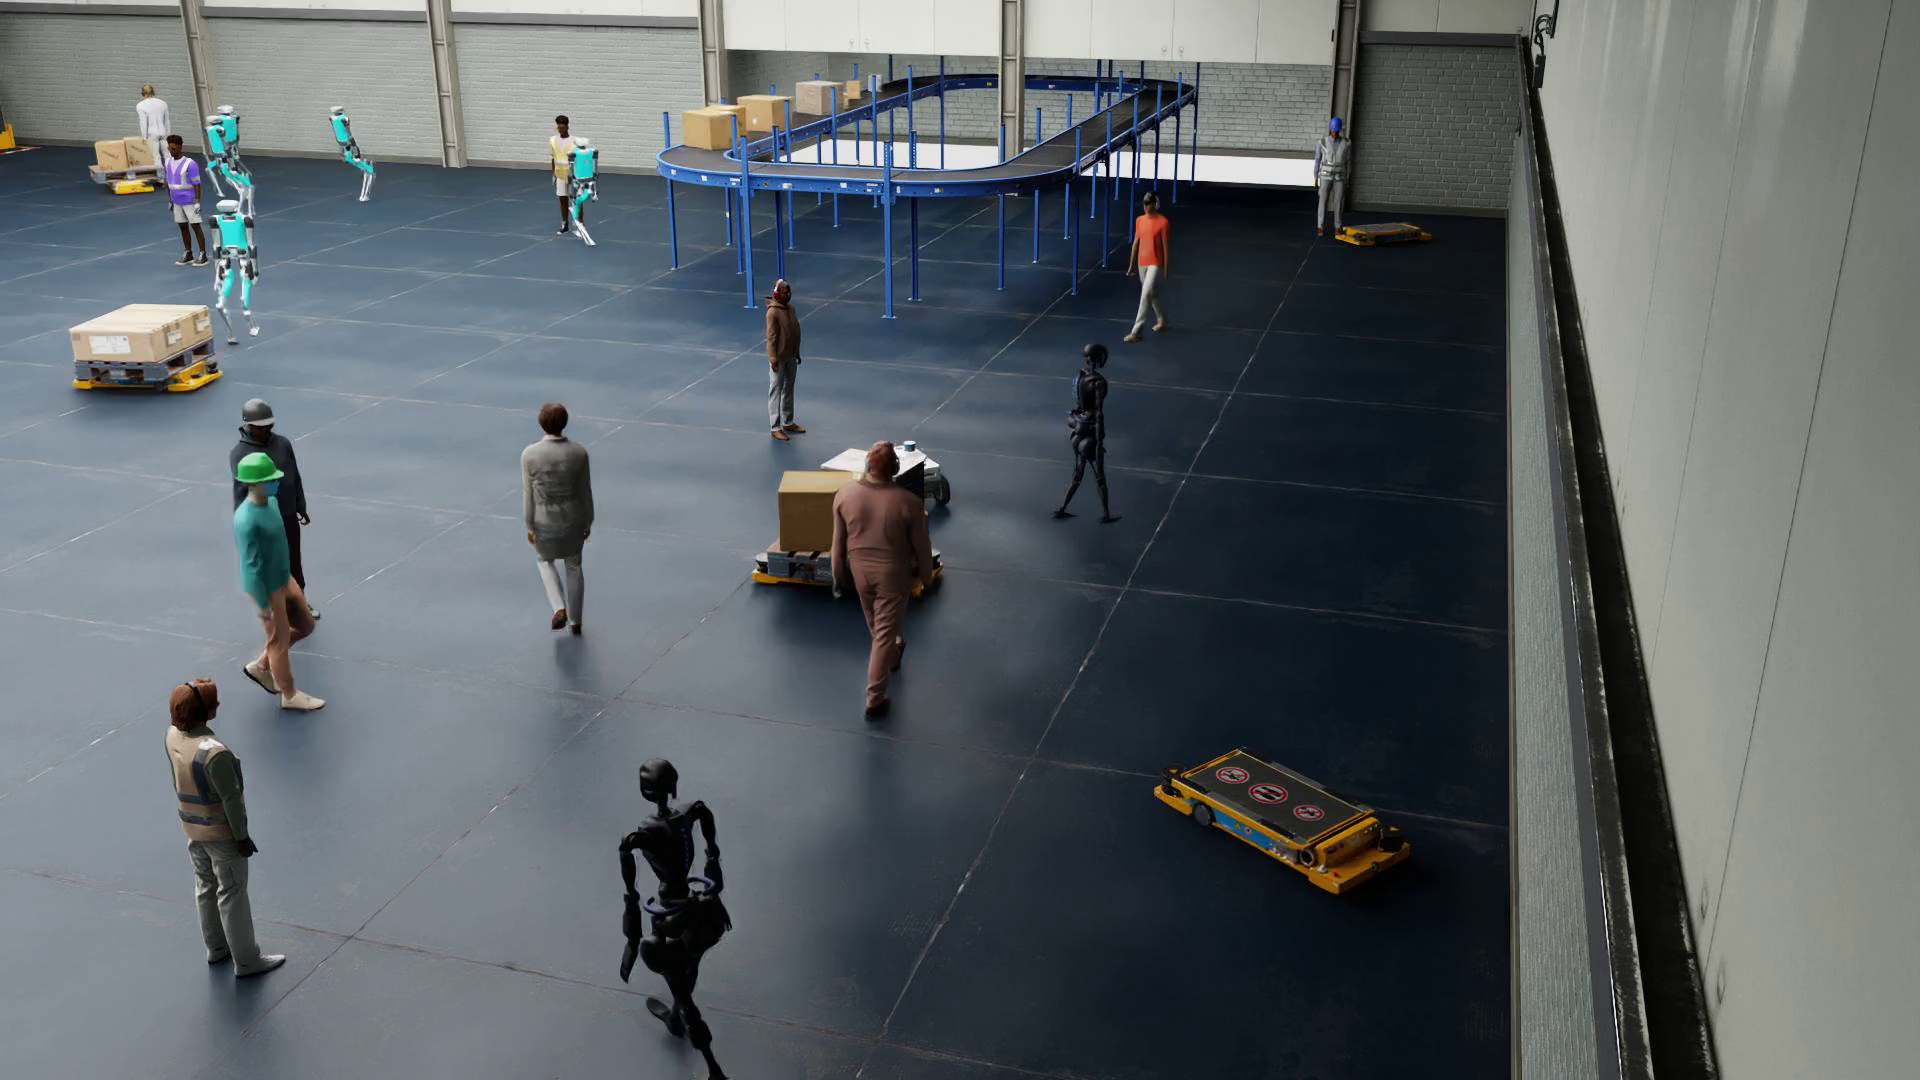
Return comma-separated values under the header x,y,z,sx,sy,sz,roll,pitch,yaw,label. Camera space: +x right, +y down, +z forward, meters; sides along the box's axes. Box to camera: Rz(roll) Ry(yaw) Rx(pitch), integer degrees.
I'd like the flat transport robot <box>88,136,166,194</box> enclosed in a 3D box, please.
x,y,z,sx,sy,sz,roll,pitch,yaw,label
-15.980,-6.869,31.994,0.659,0.231,1.431,-13,25,-30,flat transport robot

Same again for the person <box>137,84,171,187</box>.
x,y,z,sx,sy,sz,roll,pitch,yaw,label
-15.495,-7.788,32.062,0.352,1.935,0.634,12,24,28,person

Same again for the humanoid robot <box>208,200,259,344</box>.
x,y,z,sx,sy,sz,roll,pitch,yaw,label
-9.036,-3.279,20.642,0.534,1.754,0.951,-2,21,-5,humanoid robot

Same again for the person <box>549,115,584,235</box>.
x,y,z,sx,sy,sz,roll,pitch,yaw,label
-6.465,-6.018,27.437,0.616,1.959,0.363,6,22,16,person

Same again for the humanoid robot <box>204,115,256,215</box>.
x,y,z,sx,sy,sz,roll,pitch,yaw,label
-12.682,-6.536,29.124,0.542,1.809,0.793,15,26,35,humanoid robot

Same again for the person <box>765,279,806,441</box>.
x,y,z,sx,sy,sz,roll,pitch,yaw,label
-1.821,-1.867,17.094,0.333,1.651,0.458,12,24,28,person

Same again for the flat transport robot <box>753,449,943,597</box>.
x,y,z,sx,sy,sz,roll,pitch,yaw,label
-0.911,0.211,13.631,1.431,0.231,0.659,6,22,14,flat transport robot

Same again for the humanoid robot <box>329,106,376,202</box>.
x,y,z,sx,sy,sz,roll,pitch,yaw,label
-11.064,-7.102,30.545,0.541,1.743,0.812,17,27,37,humanoid robot

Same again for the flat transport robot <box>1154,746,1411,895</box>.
x,y,z,sx,sy,sz,roll,pitch,yaw,label
1.902,1.637,9.933,0.659,0.231,1.431,-17,27,-36,flat transport robot

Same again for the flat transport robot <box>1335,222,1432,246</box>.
x,y,z,sx,sy,sz,roll,pitch,yaw,label
6.902,-4.982,27.098,1.431,0.231,0.659,-9,23,-22,flat transport robot

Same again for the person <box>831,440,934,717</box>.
x,y,z,sx,sy,sz,roll,pitch,yaw,label
-0.493,0.203,11.429,0.672,1.852,0.995,7,22,18,person

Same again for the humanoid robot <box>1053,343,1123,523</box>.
x,y,z,sx,sy,sz,roll,pitch,yaw,label
1.143,-0.956,14.747,0.598,1.638,0.619,-6,22,-15,humanoid robot

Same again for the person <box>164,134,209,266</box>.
x,y,z,sx,sy,sz,roll,pitch,yaw,label
-11.724,-5.130,25.127,0.610,1.965,0.363,8,22,19,person

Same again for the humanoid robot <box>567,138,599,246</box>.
x,y,z,sx,sy,sz,roll,pitch,yaw,label
-6.177,-5.603,26.757,0.530,1.761,1.019,-17,27,-38,humanoid robot

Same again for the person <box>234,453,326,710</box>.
x,y,z,sx,sy,sz,roll,pitch,yaw,label
-4.648,0.292,11.204,0.463,1.861,0.554,0,21,0,person

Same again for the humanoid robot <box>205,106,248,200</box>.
x,y,z,sx,sy,sz,roll,pitch,yaw,label
-13.615,-7.099,30.598,0.924,1.754,0.557,8,22,20,humanoid robot

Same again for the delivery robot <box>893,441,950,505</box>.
x,y,z,sx,sy,sz,roll,pitch,yaw,label
-0.460,-0.617,15.362,0.520,0.581,0.750,-10,23,-24,delivery robot

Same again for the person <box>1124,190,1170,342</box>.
x,y,z,sx,sy,sz,roll,pitch,yaw,label
2.411,-3.490,21.018,0.497,1.866,0.999,19,28,39,person

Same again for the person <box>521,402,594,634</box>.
x,y,z,sx,sy,sz,roll,pitch,yaw,label
-2.984,-0.144,12.393,0.517,1.816,0.452,-7,22,-16,person

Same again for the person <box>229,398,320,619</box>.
x,y,z,sx,sy,sz,roll,pitch,yaw,label
-5.202,-0.207,12.577,0.379,1.807,0.546,16,26,36,person

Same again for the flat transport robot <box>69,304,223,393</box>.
x,y,z,sx,sy,sz,roll,pitch,yaw,label
-9.324,-1.900,19.105,1.431,0.231,0.659,2,21,5,flat transport robot

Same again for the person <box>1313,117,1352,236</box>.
x,y,z,sx,sy,sz,roll,pitch,yaw,label
6.117,-5.968,27.353,0.617,1.932,0.416,0,21,0,person

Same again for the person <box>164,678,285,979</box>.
x,y,z,sx,sy,sz,roll,pitch,yaw,label
-3.787,1.467,8.464,0.522,1.639,0.304,14,25,33,person

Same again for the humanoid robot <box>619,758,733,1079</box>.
x,y,z,sx,sy,sz,roll,pitch,yaw,label
-1.338,1.757,7.715,0.748,1.630,0.608,17,27,37,humanoid robot
